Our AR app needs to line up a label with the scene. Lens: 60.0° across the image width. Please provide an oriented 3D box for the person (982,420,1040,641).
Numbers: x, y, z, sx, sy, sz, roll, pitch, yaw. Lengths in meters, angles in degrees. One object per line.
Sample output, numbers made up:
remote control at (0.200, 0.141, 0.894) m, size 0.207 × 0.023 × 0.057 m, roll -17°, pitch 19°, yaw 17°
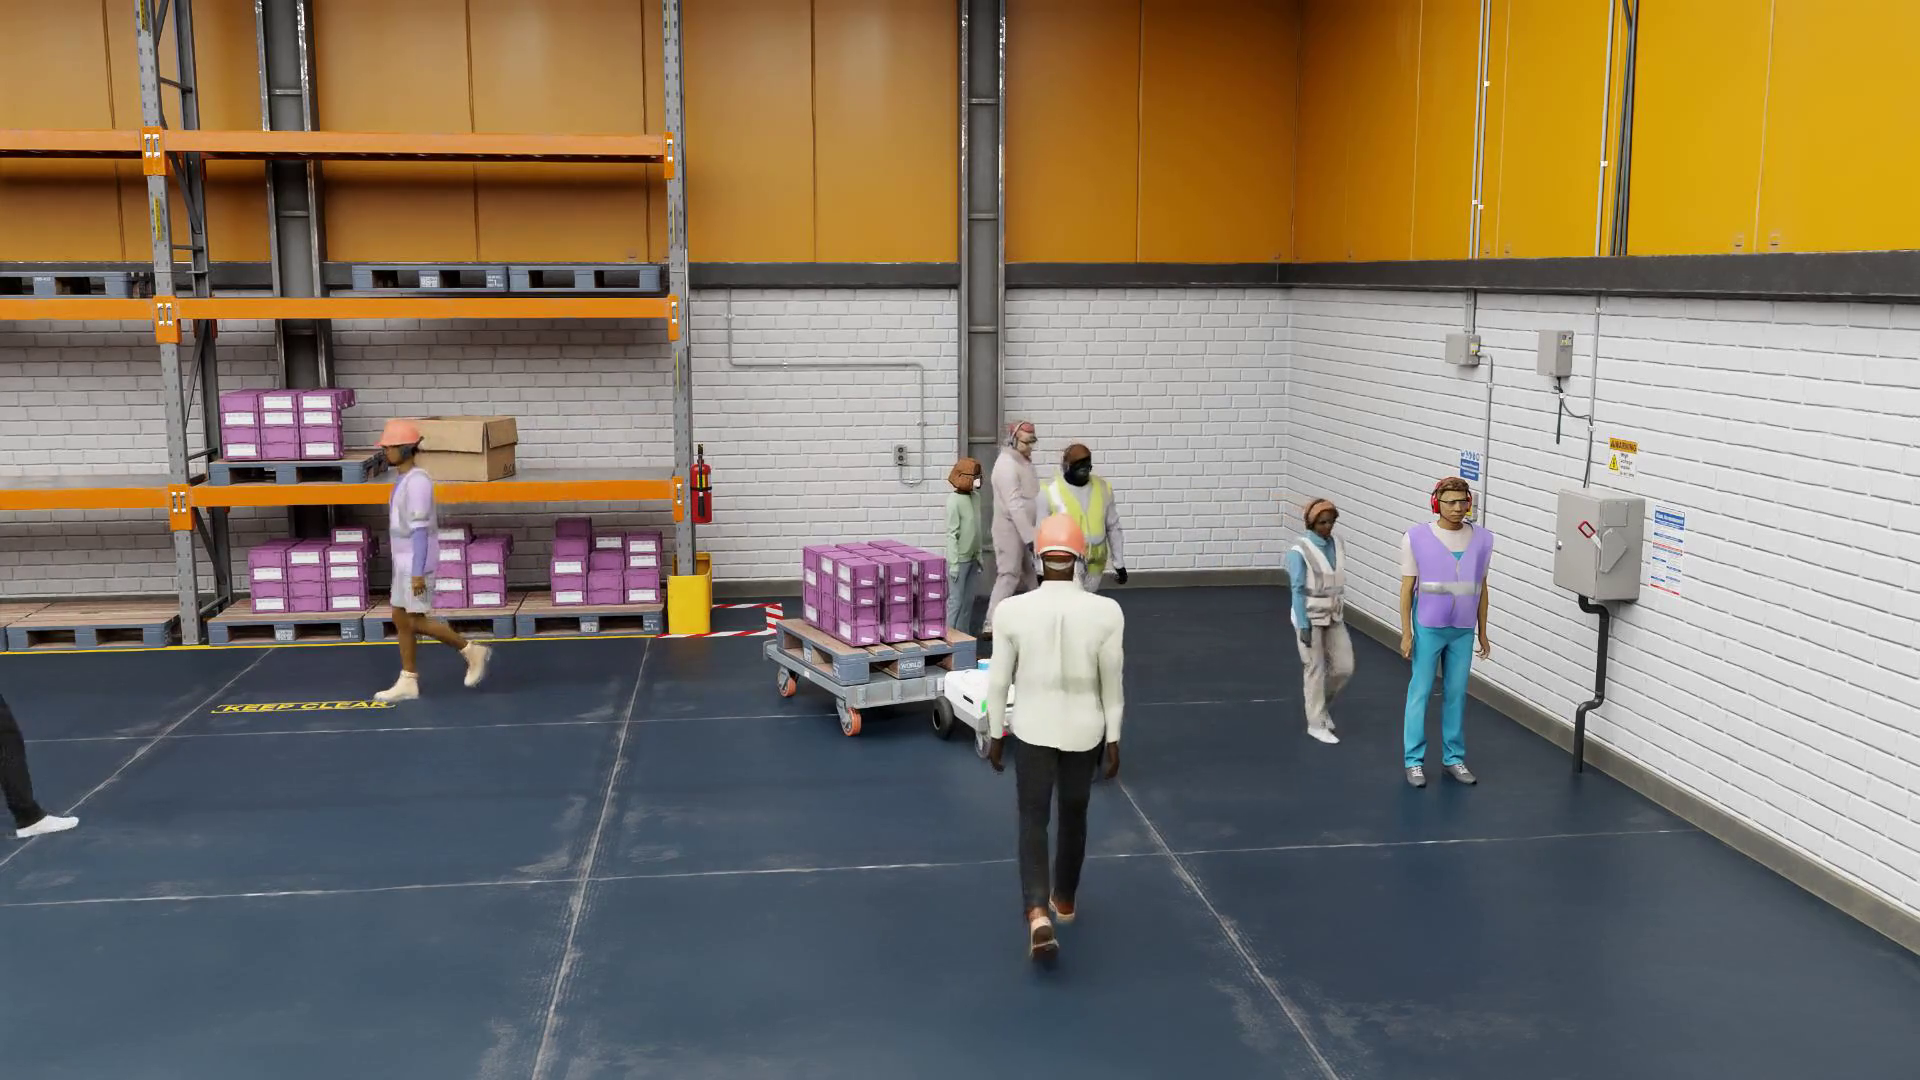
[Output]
person at (0.514, -0.057, 13.584) m, size 0.718 × 1.850 × 0.697 m, roll 3°, pitch 10°, yaw 19°

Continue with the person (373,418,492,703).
person at (-3.785, 0.142, 11.779) m, size 0.716 × 2.025 × 0.615 m, roll -5°, pitch 11°, yaw -31°

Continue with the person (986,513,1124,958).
person at (0.429, 0.864, 7.479) m, size 0.622 × 1.968 × 0.895 m, roll 0°, pitch 9°, yaw 1°

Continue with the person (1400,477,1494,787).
person at (2.874, 0.536, 9.883) m, size 0.565 × 1.846 × 0.390 m, roll -2°, pitch 9°, yaw -10°

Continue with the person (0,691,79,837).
person at (-5.296, 0.718, 8.704) m, size 0.594 × 1.872 × 0.988 m, roll 9°, pitch 12°, yaw 43°

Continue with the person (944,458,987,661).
person at (0.032, 0.168, 12.868) m, size 0.280 × 1.624 × 0.494 m, roll 4°, pitch 10°, yaw 24°

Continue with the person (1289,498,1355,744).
person at (2.306, 0.524, 10.650) m, size 0.537 × 1.617 × 0.358 m, roll -7°, pitch 11°, yaw -36°

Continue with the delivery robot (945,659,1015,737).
delivery robot at (0.164, 1.008, 10.660) m, size 0.477 × 0.478 × 0.707 m, roll -3°, pitch 10°, yaw -21°

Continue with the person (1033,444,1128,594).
person at (0.884, 0.186, 12.241) m, size 0.636 × 1.796 × 0.957 m, roll -4°, pitch 10°, yaw -22°
